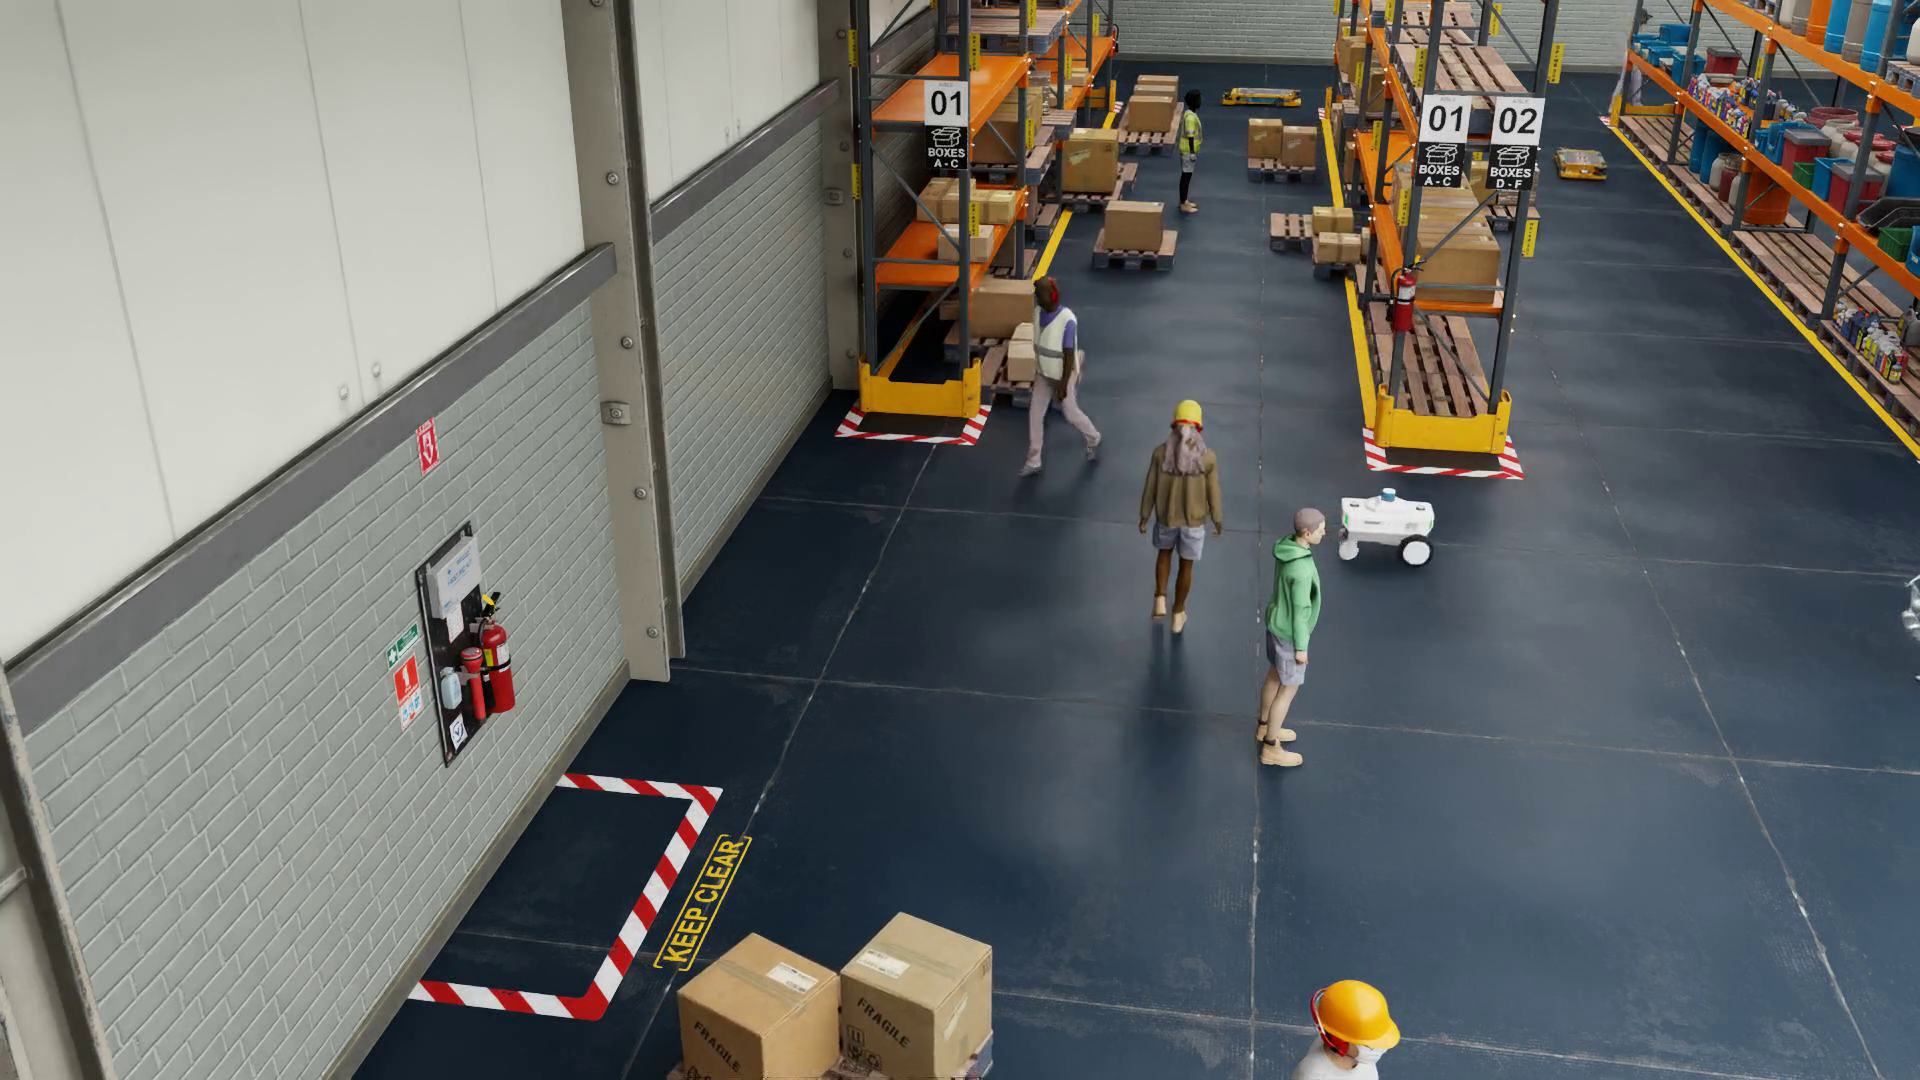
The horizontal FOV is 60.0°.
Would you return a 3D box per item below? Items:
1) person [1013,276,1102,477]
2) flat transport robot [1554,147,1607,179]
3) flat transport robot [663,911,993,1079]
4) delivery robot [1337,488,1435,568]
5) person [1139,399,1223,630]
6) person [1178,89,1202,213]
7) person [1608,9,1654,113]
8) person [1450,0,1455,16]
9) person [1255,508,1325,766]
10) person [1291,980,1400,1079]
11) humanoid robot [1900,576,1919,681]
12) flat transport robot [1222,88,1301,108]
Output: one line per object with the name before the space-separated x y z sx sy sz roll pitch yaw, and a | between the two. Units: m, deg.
person | 0.891 -1.475 14.718 0.908 1.805 0.583 -19 31 -34
flat transport robot | 9.654 -5.852 25.882 0.659 0.231 1.431 6 26 13
flat transport robot | -0.611 2.650 7.685 0.659 0.231 1.431 12 27 23
delivery robot | 3.420 -0.109 13.277 0.811 0.614 0.499 3 25 7
person | 1.591 -0.163 11.960 0.580 1.746 0.435 7 26 15
person | 3.235 -5.464 23.365 0.318 1.696 0.534 1 25 3
person | 12.191 -8.578 29.874 0.854 1.831 0.519 7 26 14
person | 9.245 -9.389 31.684 0.527 1.767 0.328 -3 25 -6
person | 2.050 0.592 10.369 0.316 1.733 0.476 -1 25 -2
person | 1.390 2.422 6.274 0.382 1.890 0.557 16 29 30
humanoid robot | 6.661 0.308 11.087 0.730 1.900 0.549 2 25 5
flat transport robot | 5.631 -8.253 31.021 1.431 0.231 0.659 4 25 9
